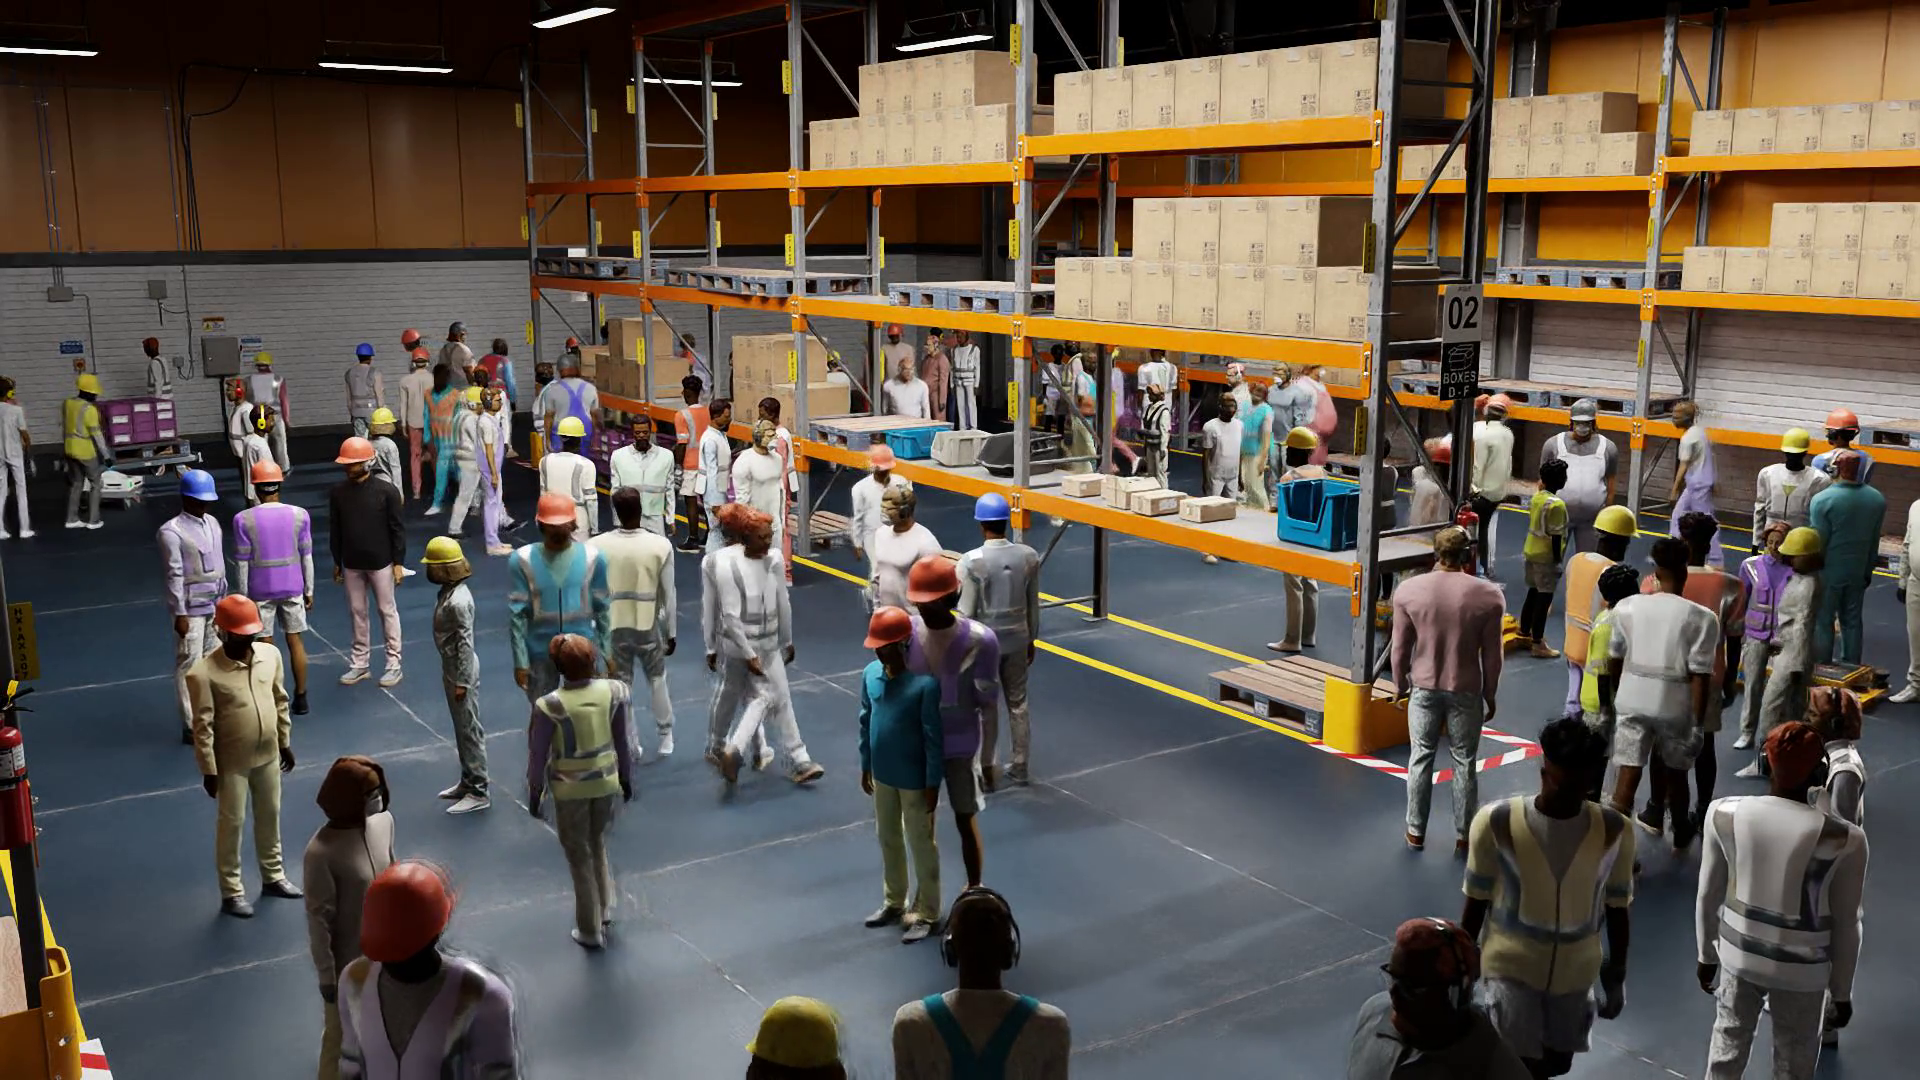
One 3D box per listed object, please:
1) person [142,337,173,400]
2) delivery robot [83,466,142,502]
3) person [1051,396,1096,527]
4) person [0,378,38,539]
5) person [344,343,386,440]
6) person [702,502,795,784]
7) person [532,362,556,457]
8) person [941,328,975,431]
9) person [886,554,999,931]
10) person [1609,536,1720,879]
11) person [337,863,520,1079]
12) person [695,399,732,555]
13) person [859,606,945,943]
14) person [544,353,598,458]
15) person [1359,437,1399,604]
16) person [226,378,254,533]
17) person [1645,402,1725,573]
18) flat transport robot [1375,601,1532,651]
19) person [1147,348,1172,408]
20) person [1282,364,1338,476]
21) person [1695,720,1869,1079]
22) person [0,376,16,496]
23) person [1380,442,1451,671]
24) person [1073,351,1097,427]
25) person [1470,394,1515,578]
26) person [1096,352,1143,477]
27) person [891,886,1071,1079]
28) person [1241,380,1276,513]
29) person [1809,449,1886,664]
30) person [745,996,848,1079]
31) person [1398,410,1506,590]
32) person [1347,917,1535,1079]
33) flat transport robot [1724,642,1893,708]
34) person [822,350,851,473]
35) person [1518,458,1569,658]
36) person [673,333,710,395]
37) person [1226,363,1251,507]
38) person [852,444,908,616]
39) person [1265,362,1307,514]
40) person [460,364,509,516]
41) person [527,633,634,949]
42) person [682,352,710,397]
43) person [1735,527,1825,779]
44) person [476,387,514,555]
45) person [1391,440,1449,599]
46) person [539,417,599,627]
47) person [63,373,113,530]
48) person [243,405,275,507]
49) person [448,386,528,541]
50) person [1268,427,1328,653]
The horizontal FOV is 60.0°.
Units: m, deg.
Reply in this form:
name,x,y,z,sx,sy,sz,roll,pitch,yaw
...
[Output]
name,x,y,z,sx,sy,sz,roll,pitch,yaw
person,-12.061,-2.113,25.064,0.359,1.886,0.575,-3,11,-15
delivery robot,-10.711,-0.691,20.961,0.707,0.478,0.477,0,11,-2
person,1.487,-0.926,19.766,0.868,1.576,0.528,1,11,5
person,-10.936,-0.921,19.105,0.560,1.856,0.394,-1,11,-5
person,-8.252,-1.768,23.172,0.604,1.939,0.415,4,12,18
person,-1.420,0.677,10.899,0.584,1.845,0.826,3,11,15
person,-5.291,-1.383,21.475,0.431,1.833,0.640,-4,12,-20
person,-0.043,-2.797,28.276,0.612,1.997,0.375,-2,11,-10
person,-0.104,1.055,8.515,0.618,2.027,0.463,3,12,17
person,3.970,0.928,9.398,0.616,1.909,1.005,9,14,40
person,-1.524,1.802,5.009,0.596,1.903,0.715,3,11,13
person,-2.430,-0.458,16.548,0.399,1.906,0.603,0,11,0
person,-0.318,1.185,8.560,0.577,1.739,0.353,10,15,42
person,-4.814,-1.315,20.583,0.708,2.000,0.630,-8,14,-36
person,3.859,-0.133,15.411,0.322,1.696,0.536,11,15,43
person,-8.230,-0.950,19.212,0.395,1.847,0.564,-7,13,-32
person,7.585,-0.543,17.296,0.892,1.777,0.517,7,13,30
flat transport robot,4.295,0.715,14.733,0.652,0.197,1.431,-9,14,-38
person,2.875,-1.933,23.992,0.399,1.943,0.615,2,11,12
person,4.412,-1.412,21.078,0.729,2.000,0.692,7,13,31
person,3.012,1.586,6.172,0.351,1.878,0.569,-10,15,-43
person,-12.588,-1.362,21.761,0.537,1.681,0.673,-9,14,-39
person,3.832,0.142,13.601,0.844,1.875,0.565,-2,11,-9
person,1.736,-1.681,22.959,0.329,1.843,0.512,3,12,17
person,5.190,-0.467,16.498,0.675,1.944,0.459,-11,15,-44
person,2.198,-1.778,23.317,0.662,1.902,0.618,4,12,18
person,0.058,1.881,4.764,0.503,1.837,0.346,0,11,2
person,3.487,-0.977,19.480,0.385,1.806,0.640,-3,11,-15
person,6.836,0.236,12.993,0.652,1.904,0.403,-3,11,-14
person,-0.432,2.026,4.315,0.574,1.713,0.539,1,11,6
person,4.842,-0.398,16.362,1.041,1.862,0.602,7,13,31
person,1.206,1.907,4.434,0.404,1.911,0.636,-6,13,-28
flat transport robot,6.465,1.034,13.100,0.652,0.197,1.431,-10,15,-42
person,-1.817,-1.848,24.017,0.531,1.767,0.328,-8,14,-36
person,4.927,0.148,14.003,0.322,1.689,0.530,0,11,0
person,-4.102,-2.163,25.185,0.635,1.937,0.352,-1,11,-5
person,3.402,-1.235,20.549,0.400,1.900,0.646,1,11,4
person,-0.725,-0.037,14.872,0.587,1.716,0.645,-7,13,-30
person,3.969,-1.228,20.440,0.378,1.931,0.625,-9,14,-37
person,-5.868,-1.232,20.563,0.576,1.882,0.362,-2,11,-10
person,-1.945,1.261,8.447,0.545,1.620,0.457,-10,15,-42
person,-3.964,-1.926,24.580,0.562,1.692,0.932,-5,12,-26
person,5.439,0.748,10.857,0.518,1.721,0.584,6,12,27
person,-5.106,-0.753,18.206,0.336,1.845,0.514,-3,12,-17
person,4.501,-0.172,15.917,0.867,1.585,0.518,-9,14,-38
person,-3.491,-0.149,14.943,0.588,1.920,0.397,4,12,21
person,-10.302,-1.030,19.559,0.626,1.876,0.398,6,13,28
person,-6.871,-0.407,16.422,0.338,1.855,0.526,-9,14,-38
person,-5.466,-0.870,19.014,0.927,1.765,0.574,-3,11,-15
person,2.879,-0.005,14.159,0.355,1.930,0.593,11,15,43
